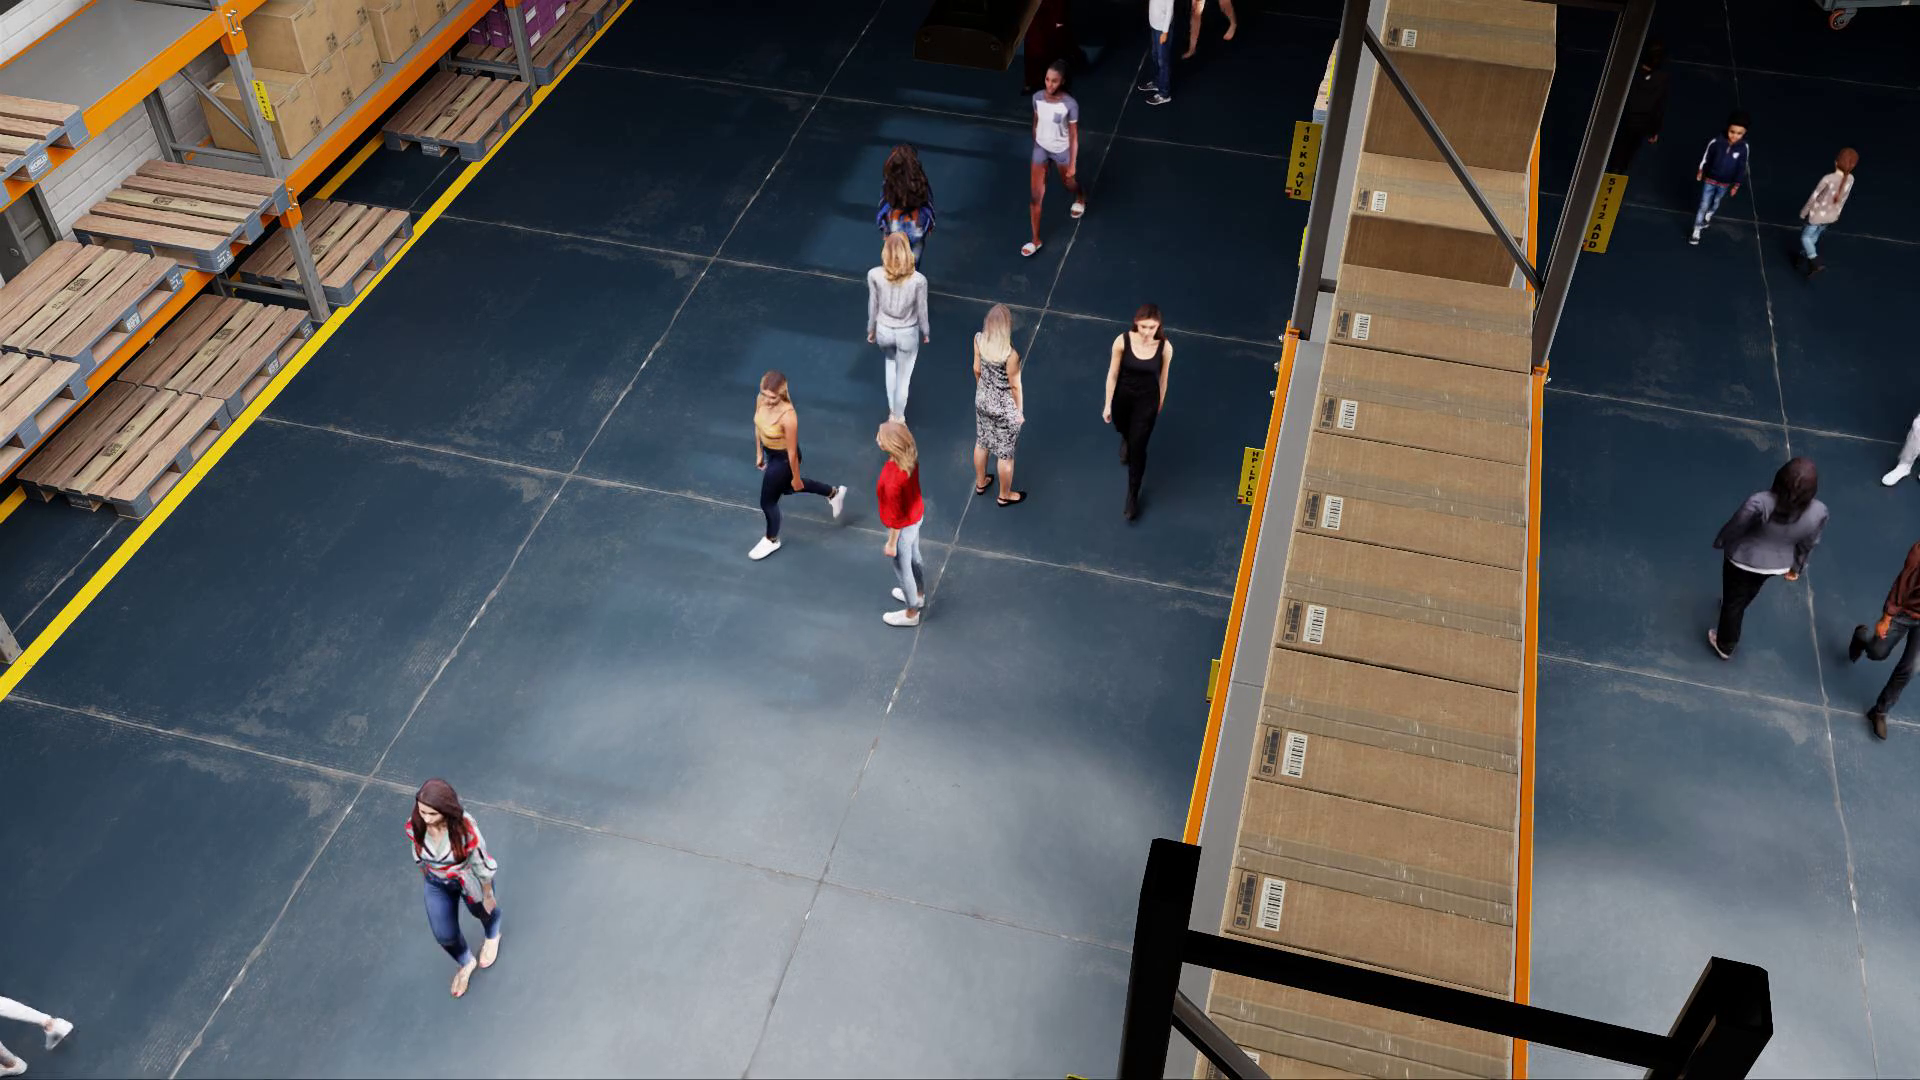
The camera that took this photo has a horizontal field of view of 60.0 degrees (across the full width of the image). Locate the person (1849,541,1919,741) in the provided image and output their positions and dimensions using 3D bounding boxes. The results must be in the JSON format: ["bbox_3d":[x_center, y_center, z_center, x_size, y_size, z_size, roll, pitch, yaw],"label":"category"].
[{"bbox_3d":[5.925,0.411,10.382,0.654,1.753,0.993,7,44,7],"label":"person"}]

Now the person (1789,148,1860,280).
[{"bbox_3d":[7.339,-2.758,14.119,0.659,1.184,0.809,-6,44,-7],"label":"person"}]

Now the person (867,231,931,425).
[{"bbox_3d":[-0.478,-1.454,12.312,0.617,1.790,0.581,8,44,9],"label":"person"}]

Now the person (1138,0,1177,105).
[{"bbox_3d":[1.986,-5.039,16.243,0.673,1.557,0.567,-8,44,-8],"label":"person"}]

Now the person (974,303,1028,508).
[{"bbox_3d":[0.258,-0.955,11.849,0.634,1.706,0.635,33,53,30],"label":"person"}]

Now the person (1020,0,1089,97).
[{"bbox_3d":[0.947,-5.215,16.304,1.151,1.730,1.030,-29,51,-27],"label":"person"}]

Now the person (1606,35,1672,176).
[{"bbox_3d":[5.935,-3.612,14.685,0.710,1.642,1.001,5,44,5],"label":"person"}]

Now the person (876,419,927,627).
[{"bbox_3d":[-0.376,-0.107,10.960,0.677,1.704,0.439,10,44,10],"label":"person"}]

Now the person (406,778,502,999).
[{"bbox_3d":[-2.701,1.784,9.050,0.681,1.600,0.727,3,44,3],"label":"person"}]

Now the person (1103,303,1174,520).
[{"bbox_3d":[1.257,-1.044,11.979,0.627,1.655,1.124,9,44,9],"label":"person"}]

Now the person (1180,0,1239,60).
[{"bbox_3d":[2.663,-5.767,16.928,0.937,1.667,1.189,30,51,27],"label":"person"}]

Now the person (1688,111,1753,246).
[{"bbox_3d":[6.689,-3.230,14.606,0.632,1.198,0.862,19,47,19],"label":"person"}]

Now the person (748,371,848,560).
[{"bbox_3d":[-1.168,-0.572,11.530,1.074,1.592,1.002,-22,48,-21],"label":"person"}]

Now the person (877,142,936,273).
[{"bbox_3d":[-0.441,-2.454,13.492,0.653,1.610,0.642,5,44,5],"label":"person"}]

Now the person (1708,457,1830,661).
[{"bbox_3d":[5.202,0.162,10.768,0.778,1.579,0.863,-1,44,-1],"label":"person"}]

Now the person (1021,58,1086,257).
[{"bbox_3d":[0.869,-3.361,14.392,0.830,1.682,1.252,21,47,21],"label":"person"}]
